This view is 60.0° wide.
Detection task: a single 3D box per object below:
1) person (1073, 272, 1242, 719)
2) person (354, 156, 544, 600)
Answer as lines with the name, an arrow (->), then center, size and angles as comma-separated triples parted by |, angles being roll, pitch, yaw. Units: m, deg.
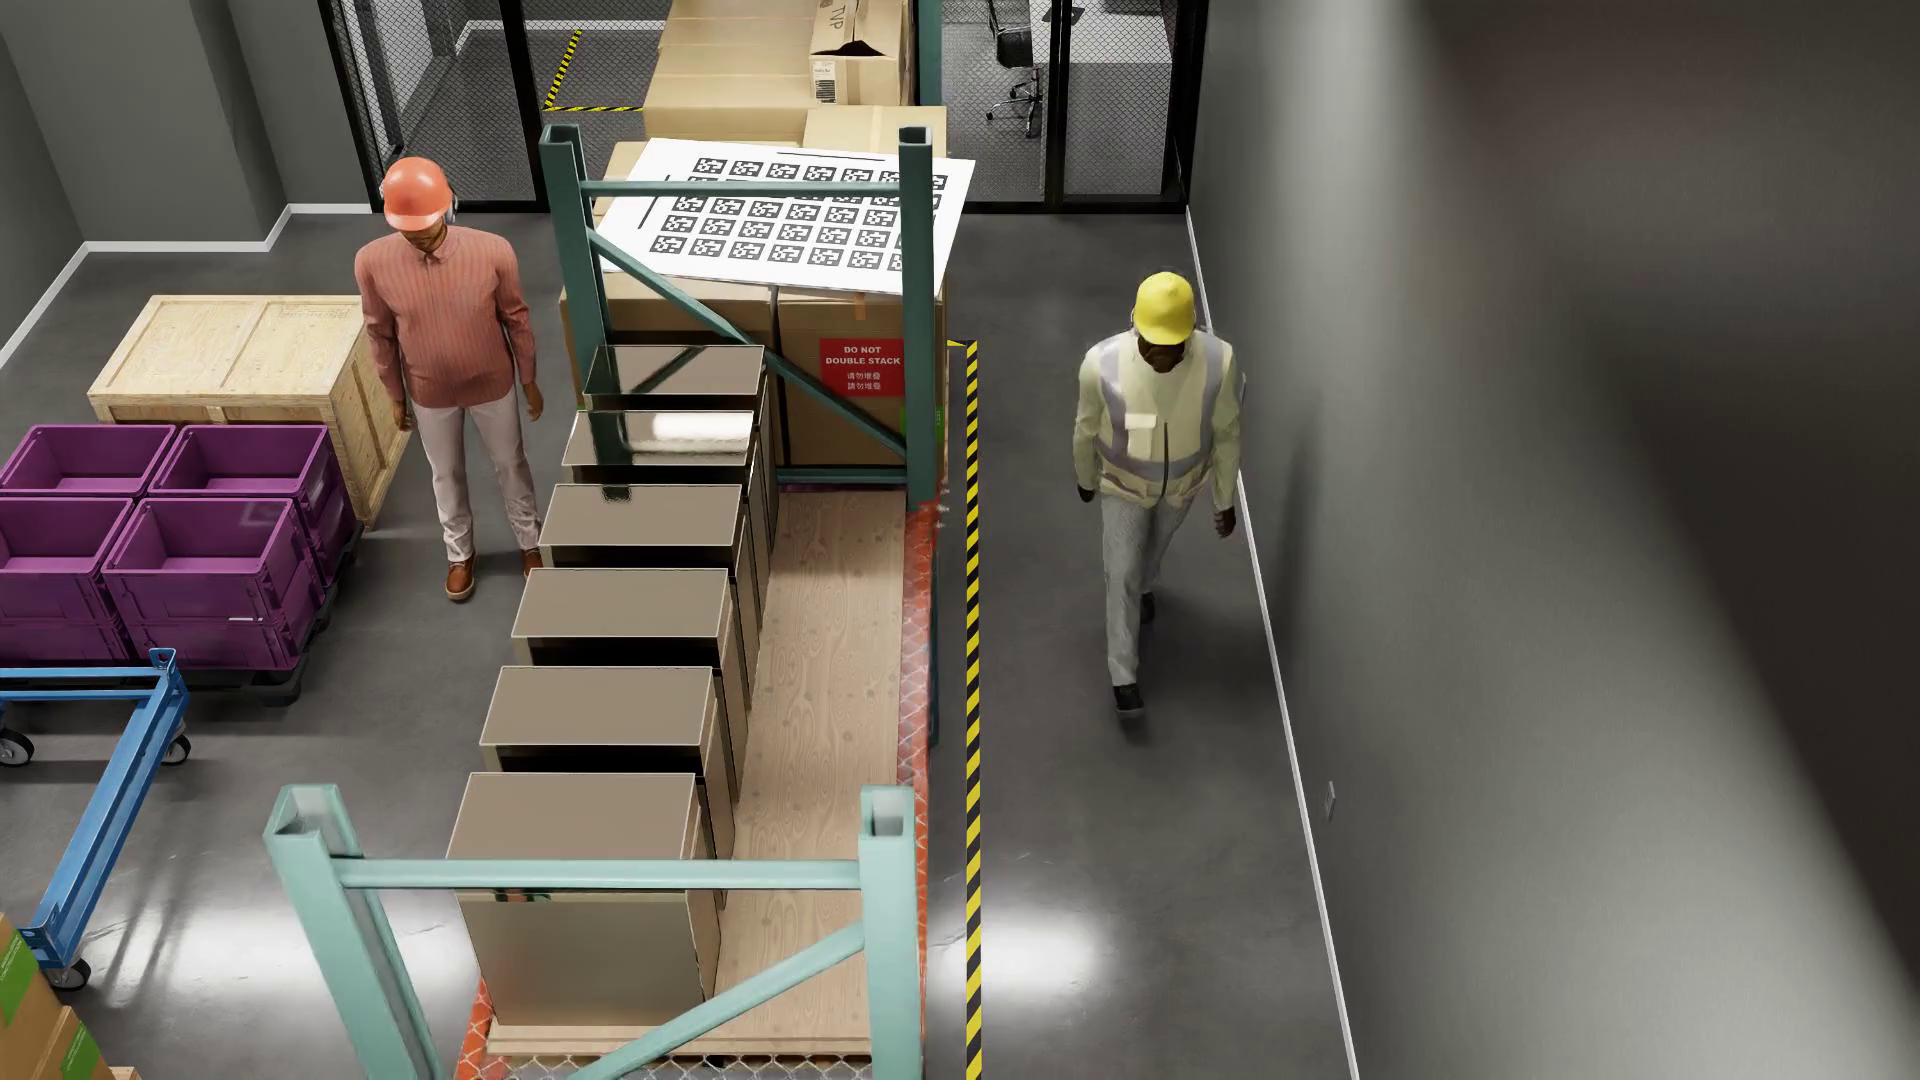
person -> 0.740, -0.189, 6.216 | 0.593, 1.785, 0.915 | -4, 41, -5
person -> -1.958, -0.610, 6.544 | 0.613, 1.992, 0.397 | -8, 42, -9
